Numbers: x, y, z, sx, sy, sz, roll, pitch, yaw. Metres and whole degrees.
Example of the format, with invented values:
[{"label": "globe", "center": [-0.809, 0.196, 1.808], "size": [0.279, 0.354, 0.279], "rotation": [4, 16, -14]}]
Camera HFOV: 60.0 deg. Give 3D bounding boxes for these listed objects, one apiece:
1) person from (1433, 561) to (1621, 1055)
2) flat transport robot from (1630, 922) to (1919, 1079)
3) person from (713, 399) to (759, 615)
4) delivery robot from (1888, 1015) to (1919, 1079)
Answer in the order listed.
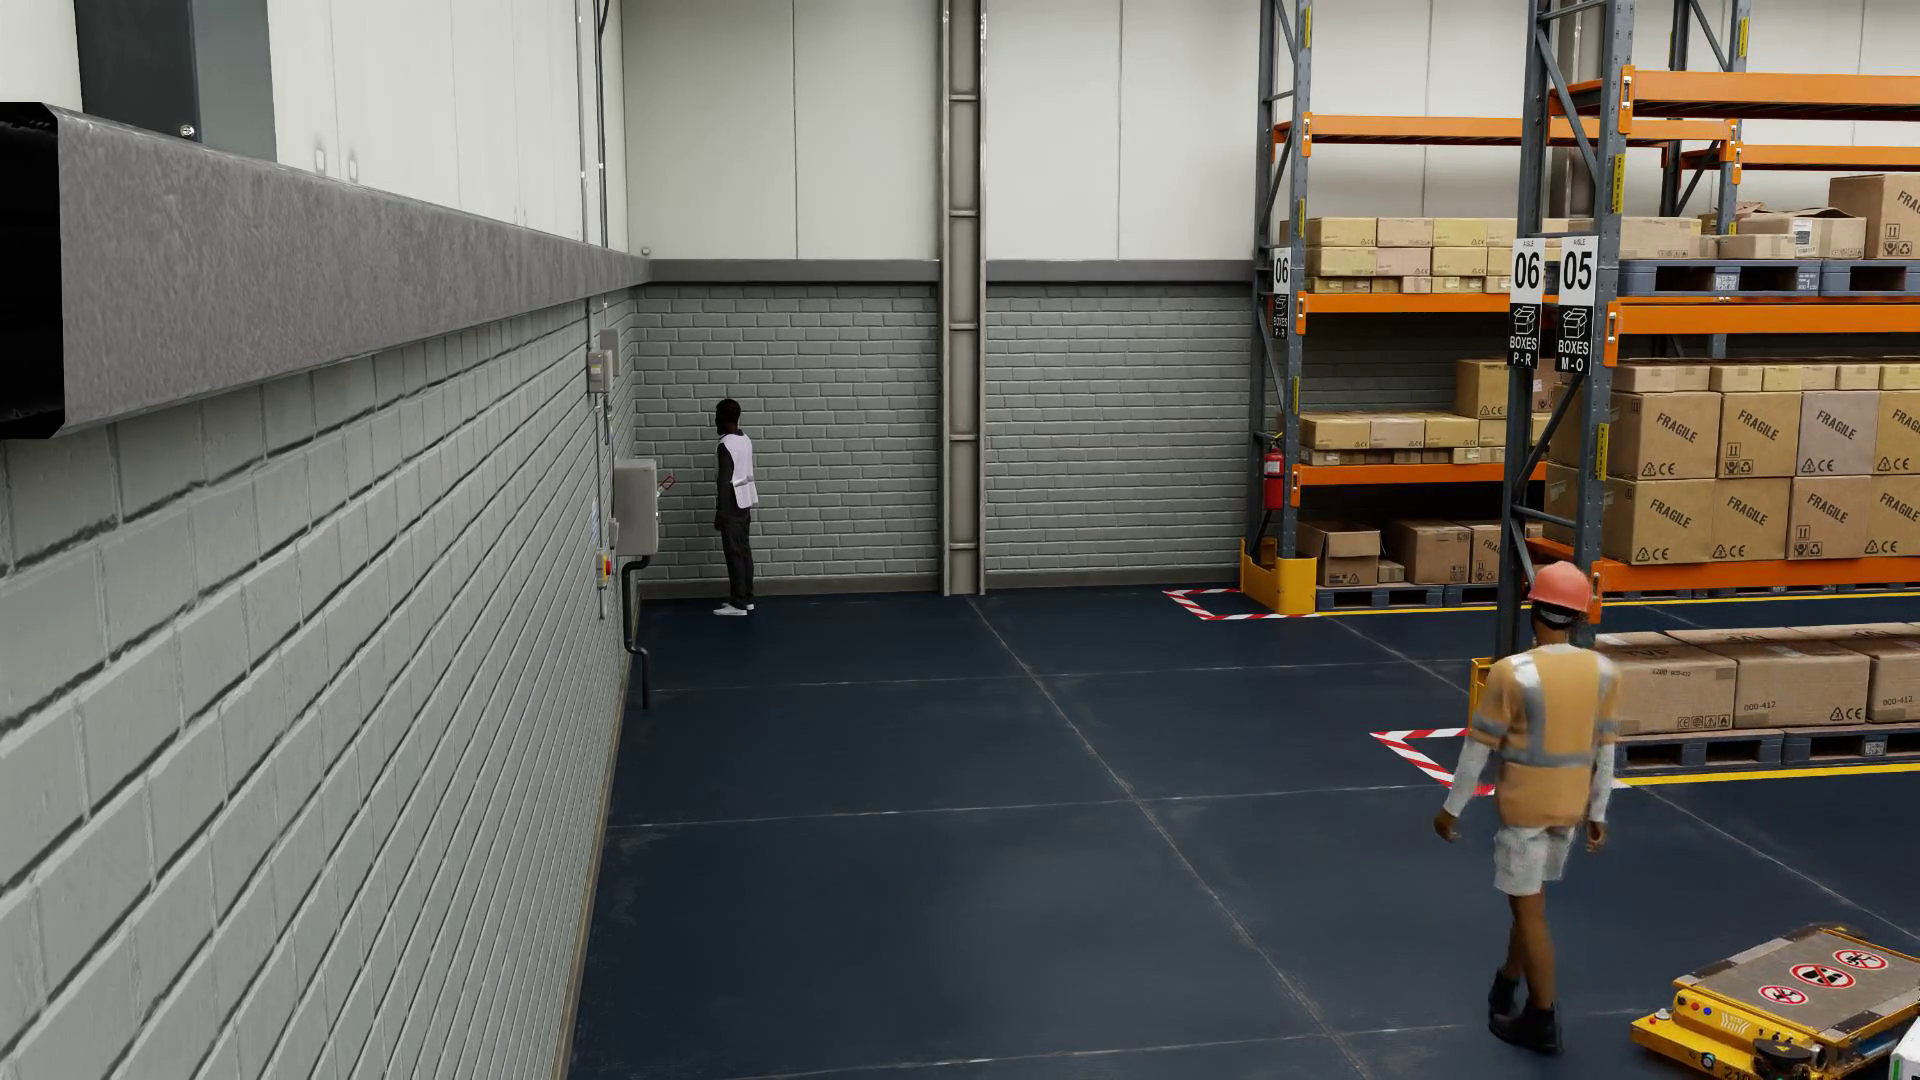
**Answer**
[{"label": "person", "center": [2.221, 1.036, 6.530], "size": [0.628, 1.911, 0.568], "rotation": [-3, 10, -19]}, {"label": "flat transport robot", "center": [3.377, 1.840, 6.592], "size": [1.431, 0.197, 0.652], "rotation": [-6, 11, -34]}, {"label": "person", "center": [-1.985, -0.290, 14.702], "size": [0.383, 1.912, 0.591], "rotation": [2, 9, 11]}, {"label": "delivery robot", "center": [3.466, 1.790, 5.735], "size": [0.477, 0.478, 0.707], "rotation": [8, 12, 41]}]
